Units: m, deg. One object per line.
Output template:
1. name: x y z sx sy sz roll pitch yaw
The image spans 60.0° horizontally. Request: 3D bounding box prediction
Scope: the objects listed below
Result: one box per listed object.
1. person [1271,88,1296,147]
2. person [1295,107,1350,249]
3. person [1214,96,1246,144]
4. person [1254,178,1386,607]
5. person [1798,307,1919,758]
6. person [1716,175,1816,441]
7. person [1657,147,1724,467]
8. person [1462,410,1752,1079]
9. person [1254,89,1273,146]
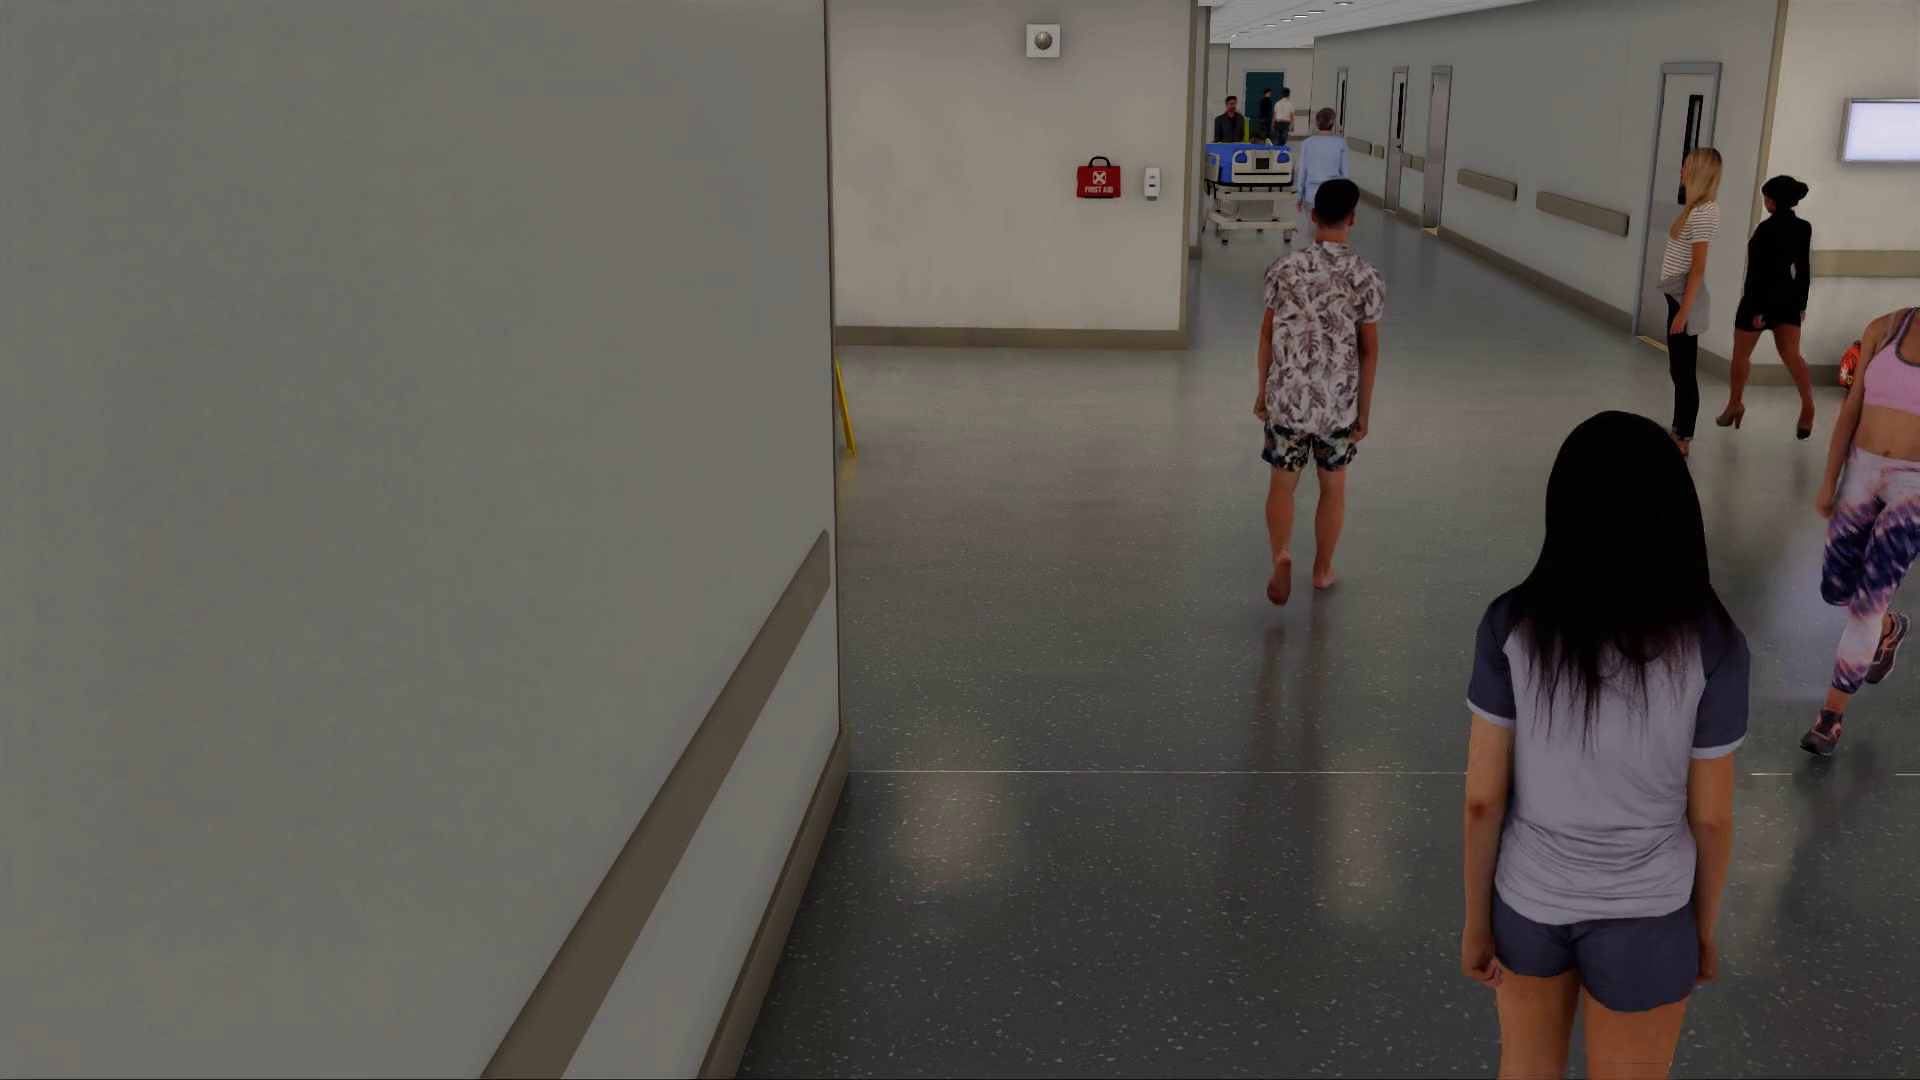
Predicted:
1. person: 7.935 -10.176 41.017 1.300 1.809 1.140 8 18 27
2. person: 3.730 -3.477 17.179 1.260 1.850 0.980 6 17 20
3. person: 4.344 -6.261 27.036 0.707 1.860 0.861 -4 16 -14
4. person: 1.494 -0.598 7.069 0.977 1.794 0.850 5 16 16
5. person: 3.143 -0.141 5.564 1.083 1.732 1.041 -13 20 -39
6. person: 5.018 -1.367 10.160 1.059 1.598 0.850 -3 16 -9
7. person: 4.237 -1.349 9.674 0.611 1.827 0.647 6 17 19
8. person: 1.037 0.665 2.743 0.989 1.710 0.856 6 17 22
9. person: 9.485 -13.179 51.852 1.033 1.708 1.045 -10 19 -31
